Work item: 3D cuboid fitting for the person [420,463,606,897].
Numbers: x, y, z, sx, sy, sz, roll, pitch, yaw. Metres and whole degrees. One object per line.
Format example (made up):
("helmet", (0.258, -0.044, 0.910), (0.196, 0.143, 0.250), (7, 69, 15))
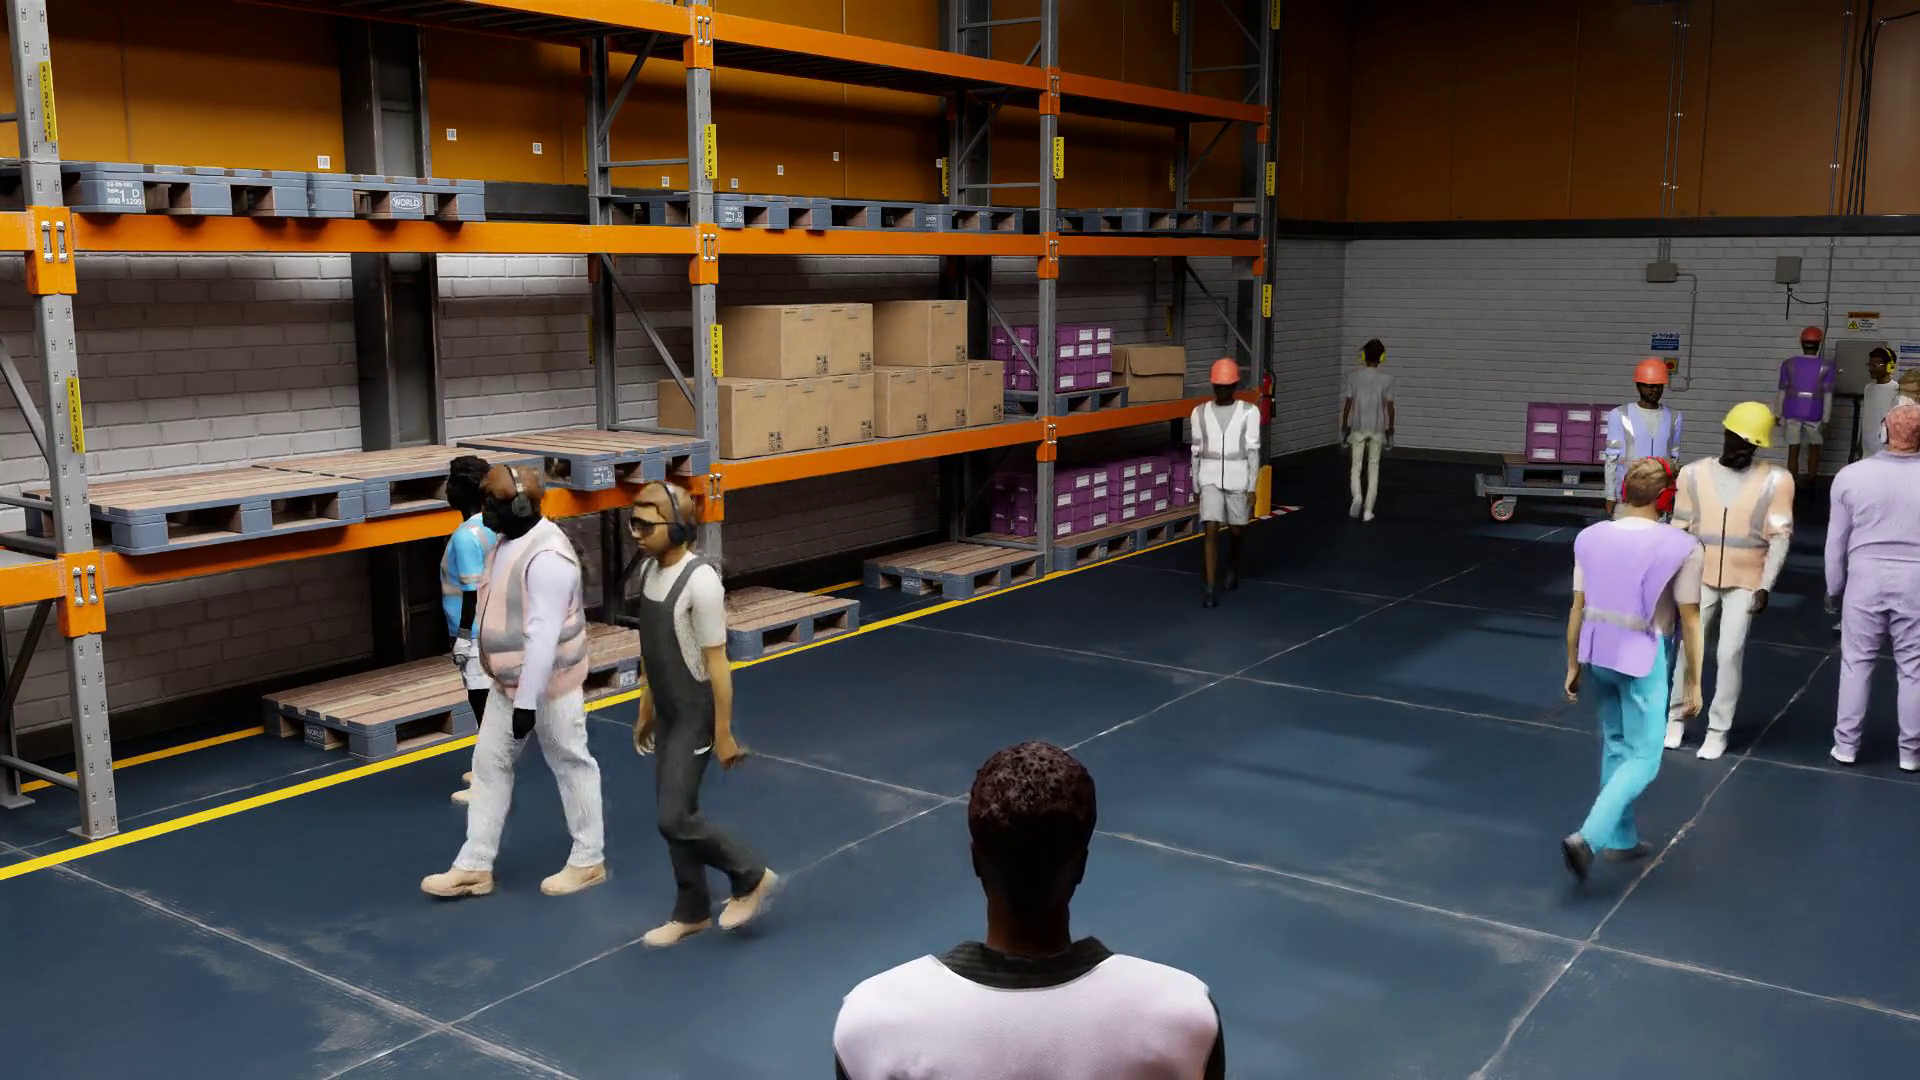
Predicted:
("person", (-1.835, 0.600, 6.751), (0.839, 1.808, 0.656), (-7, 12, -35))

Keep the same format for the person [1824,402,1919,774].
("person", (4.810, 0.247, 8.570), (0.647, 1.905, 0.404), (6, 11, 30))

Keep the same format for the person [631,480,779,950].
("person", (-1.014, 0.672, 6.280), (0.455, 1.831, 0.499), (-6, 11, -31))

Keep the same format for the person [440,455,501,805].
("person", (-2.350, 0.430, 8.092), (0.318, 1.700, 0.535), (-1, 10, -5))

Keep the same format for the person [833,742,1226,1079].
("person", (0.107, 1.250, 2.554), (0.587, 1.920, 0.392), (0, 10, -2))

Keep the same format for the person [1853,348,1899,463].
("person", (8.203, -0.790, 14.890), (0.317, 1.860, 0.509), (-2, 10, -9))

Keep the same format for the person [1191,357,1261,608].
("person", (2.059, -0.472, 12.893), (0.539, 1.907, 0.893), (2, 10, 13))

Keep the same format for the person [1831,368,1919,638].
("person", (6.423, -0.205, 11.306), (0.985, 1.893, 0.656), (-6, 11, -32))

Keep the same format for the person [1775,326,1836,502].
("person", (9.277, -1.388, 18.281), (0.556, 1.918, 0.662), (5, 11, 29))

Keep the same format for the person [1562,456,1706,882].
("person", (2.795, 0.557, 7.014), (0.749, 1.818, 0.589), (-7, 12, -35))

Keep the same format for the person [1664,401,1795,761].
("person", (4.021, 0.218, 8.766), (0.621, 1.898, 0.493), (7, 12, 36))

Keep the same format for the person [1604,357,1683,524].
("person", (4.921, -0.344, 11.991), (0.543, 1.939, 0.361), (0, 10, -1))

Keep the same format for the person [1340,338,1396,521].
("person", (4.096, -1.092, 16.709), (0.540, 1.851, 0.533), (3, 10, 18))
